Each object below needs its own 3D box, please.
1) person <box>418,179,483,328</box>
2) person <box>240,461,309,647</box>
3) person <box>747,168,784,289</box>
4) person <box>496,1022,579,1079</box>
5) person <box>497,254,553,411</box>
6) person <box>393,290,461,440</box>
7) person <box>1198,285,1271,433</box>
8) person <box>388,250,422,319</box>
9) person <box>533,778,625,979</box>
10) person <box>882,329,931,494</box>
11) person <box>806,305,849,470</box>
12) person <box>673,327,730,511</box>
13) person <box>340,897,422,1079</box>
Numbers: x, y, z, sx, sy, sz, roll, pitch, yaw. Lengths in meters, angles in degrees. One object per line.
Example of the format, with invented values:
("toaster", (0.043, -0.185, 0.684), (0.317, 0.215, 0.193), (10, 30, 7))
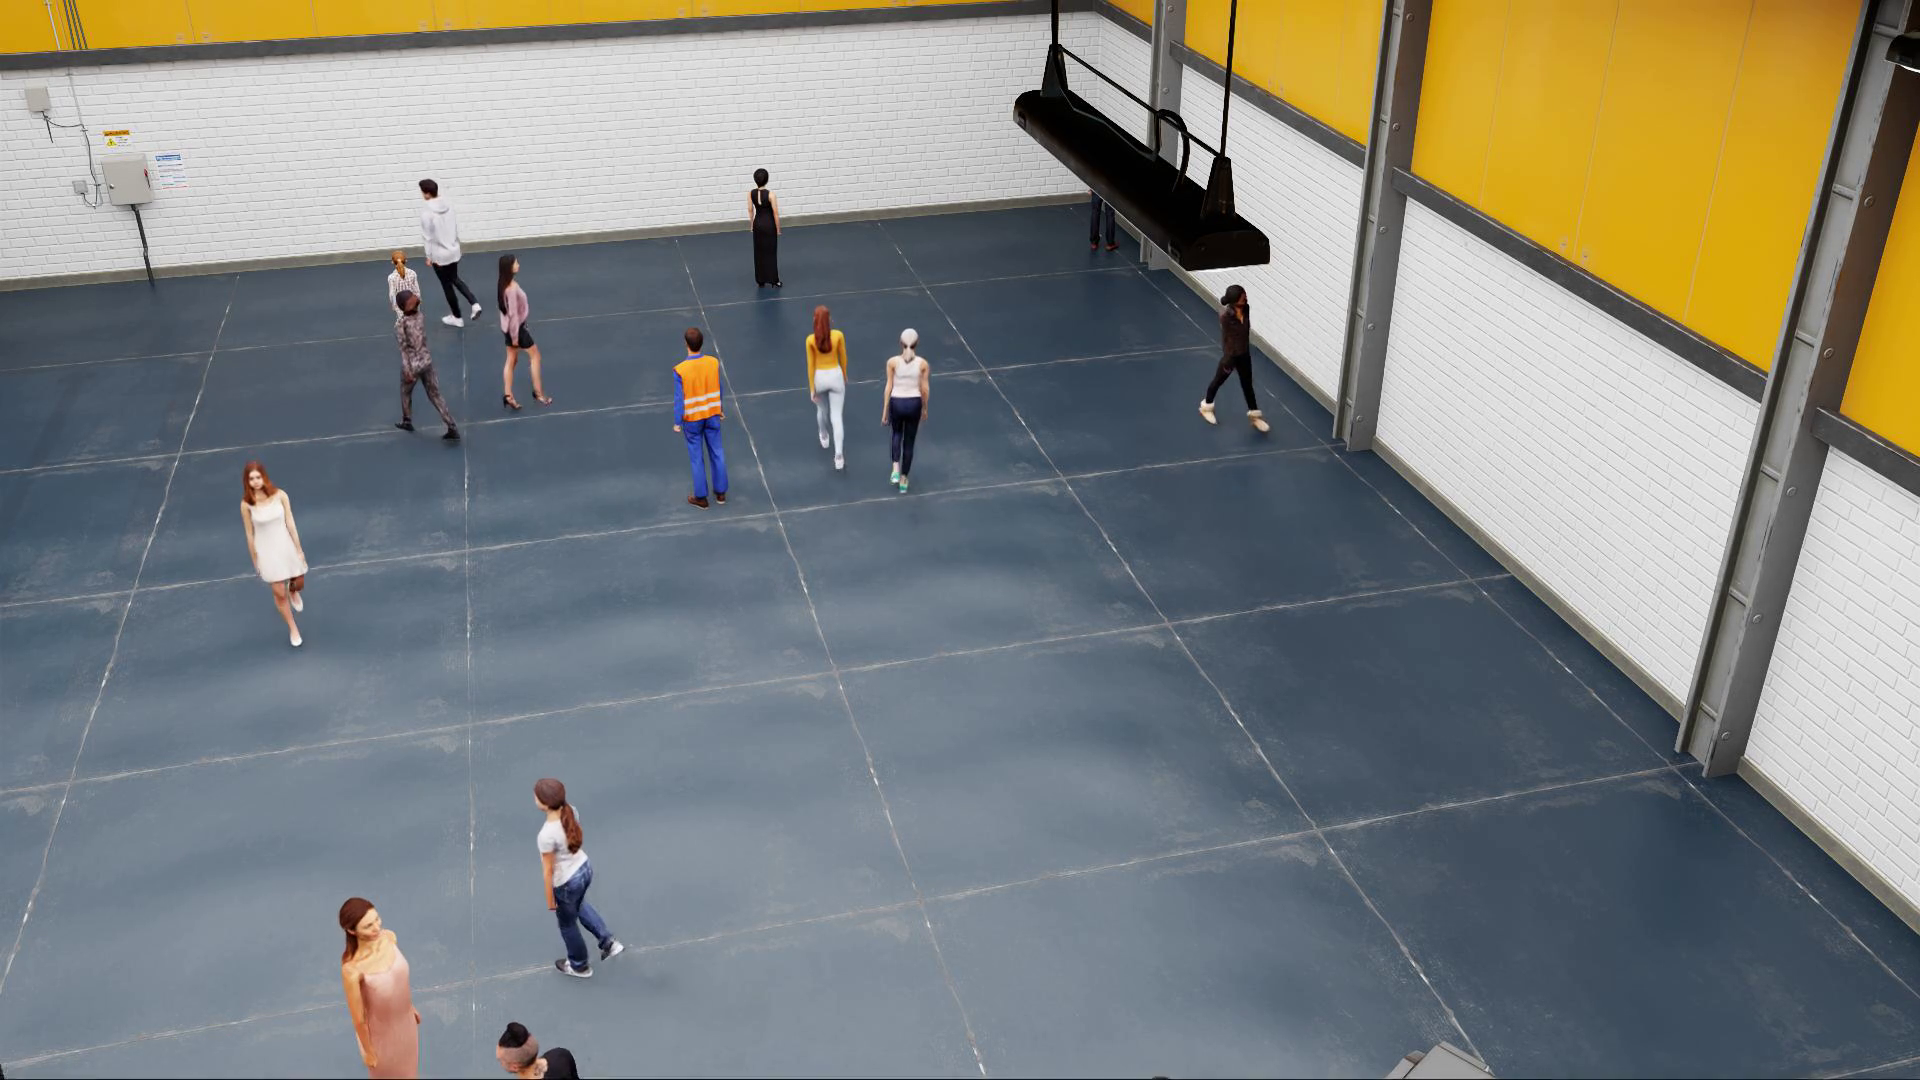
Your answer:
("person", (-6.296, -3.510, 20.547), (1.015, 1.907, 0.957), (17, 33, 28))
("person", (-5.852, 0.061, 14.219), (0.694, 1.696, 0.923), (-14, 32, -24))
("person", (-2.587, -4.116, 21.973), (0.653, 1.604, 0.667), (8, 30, 14))
("person", (-1.960, 3.157, 8.418), (1.152, 1.818, 1.216), (8, 30, 15))
("person", (-5.008, -2.264, 18.385), (0.787, 1.789, 0.774), (-16, 32, -27))
("person", (-5.692, -1.806, 17.674), (1.165, 1.666, 1.093), (16, 33, 27))
("person", (3.052, -1.927, 17.901), (1.142, 1.660, 0.863), (-8, 30, -14))
("person", (-6.637, -2.848, 19.953), (0.596, 1.312, 0.612), (-18, 34, -30))
("person", (-2.421, 2.153, 10.537), (0.795, 1.551, 0.754), (11, 30, 19))
("person", (-0.532, -1.243, 16.627), (0.719, 1.679, 0.727), (-1, 29, -2))
("person", (-1.335, -1.546, 17.157), (0.661, 1.706, 1.216), (-5, 29, -9))
("person", (-2.556, -1.204, 16.365), (0.775, 1.862, 0.735), (-19, 34, -30))
("person", (-3.188, 2.710, 9.223), (0.721, 1.831, 0.621), (9, 30, 16))
